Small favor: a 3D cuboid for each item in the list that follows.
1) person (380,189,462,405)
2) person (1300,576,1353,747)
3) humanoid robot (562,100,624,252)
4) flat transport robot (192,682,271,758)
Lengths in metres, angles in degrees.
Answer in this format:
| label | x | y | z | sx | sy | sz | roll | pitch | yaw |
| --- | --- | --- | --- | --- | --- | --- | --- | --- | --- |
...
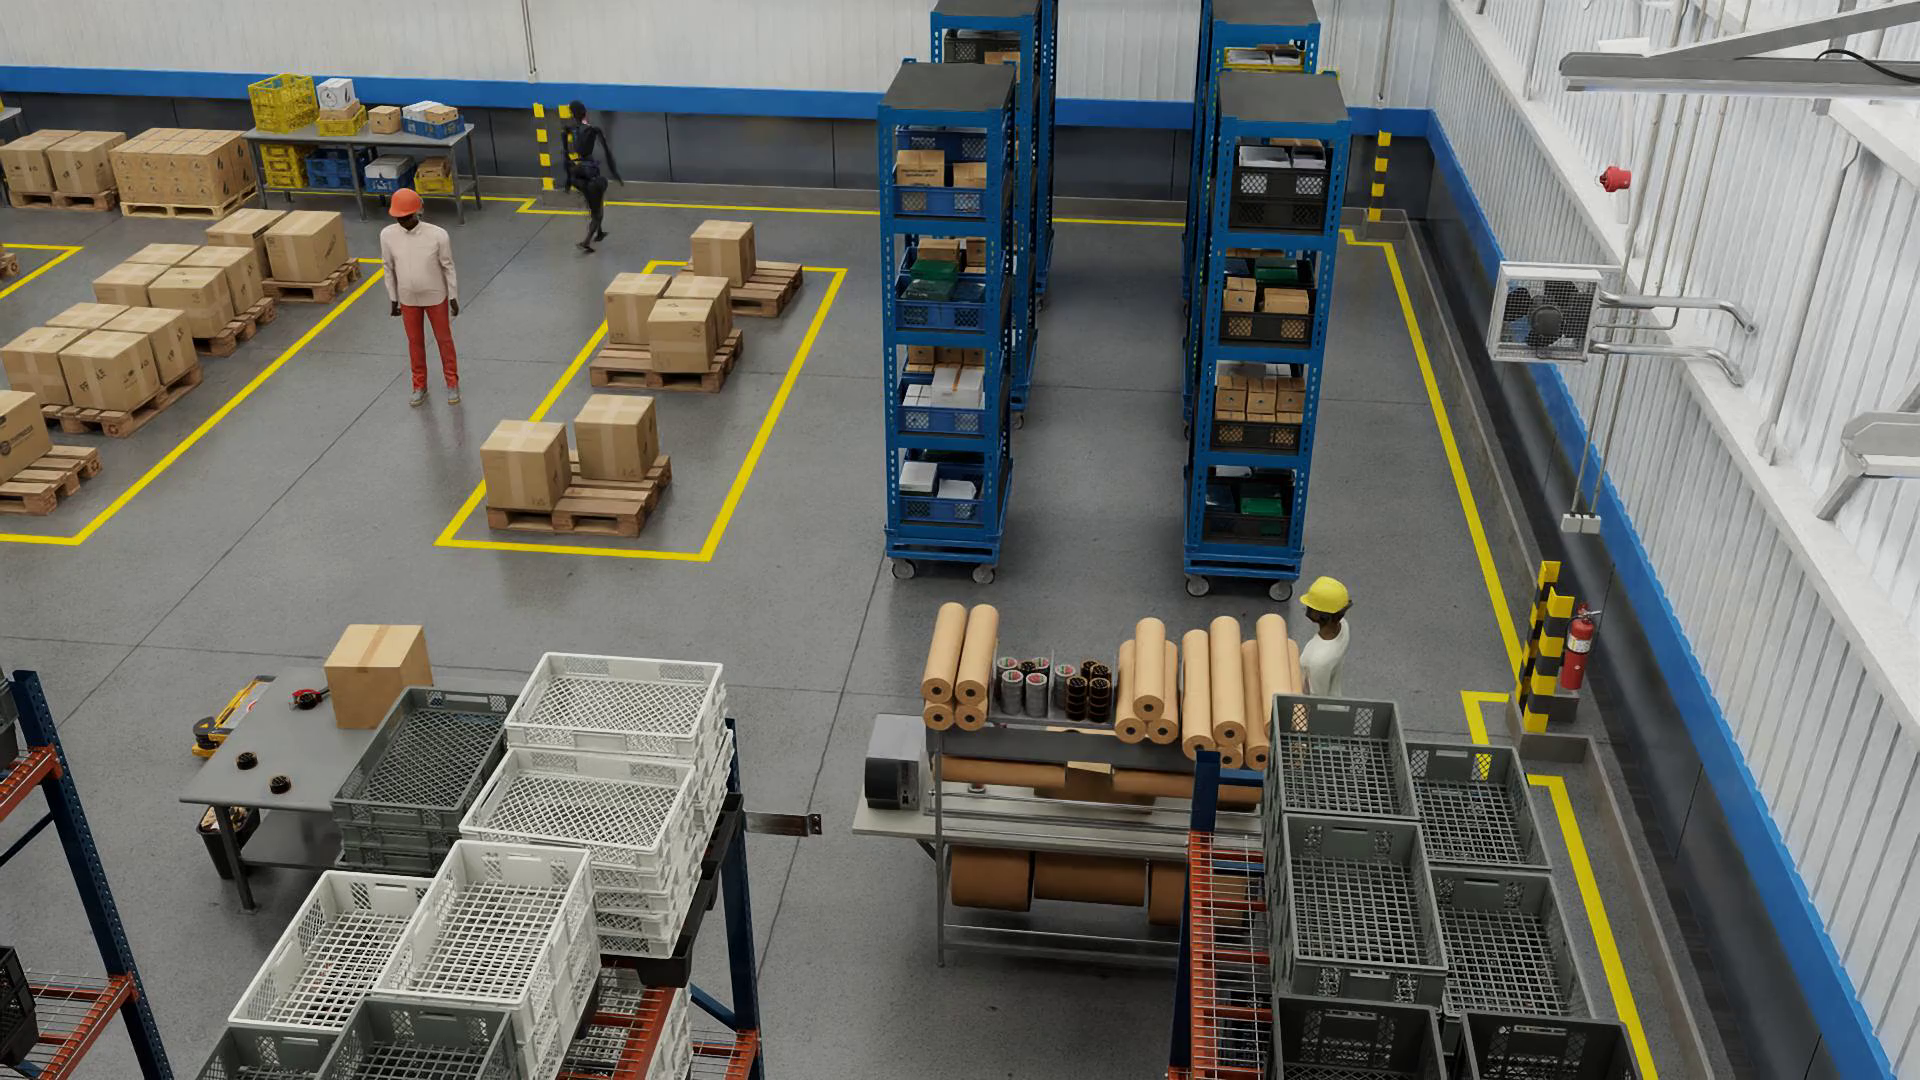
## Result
| label | x | y | z | sx | sy | sz | roll | pitch | yaw |
| --- | --- | --- | --- | --- | --- | --- | --- | --- | --- |
| person | -4.725 | -2.134 | 14.630 | 0.610 | 1.989 | 0.388 | -2 | 30 | -3 |
| person | 2.019 | 0.983 | 9.495 | 0.309 | 1.768 | 0.531 | 12 | 32 | 20 |
| humanoid robot | -4.052 | -3.990 | 18.161 | 0.580 | 1.626 | 0.695 | 14 | 33 | 23 |
| flat transport robot | -4.089 | 1.163 | 10.648 | 1.431 | 0.197 | 0.652 | 3 | 30 | 6 |
